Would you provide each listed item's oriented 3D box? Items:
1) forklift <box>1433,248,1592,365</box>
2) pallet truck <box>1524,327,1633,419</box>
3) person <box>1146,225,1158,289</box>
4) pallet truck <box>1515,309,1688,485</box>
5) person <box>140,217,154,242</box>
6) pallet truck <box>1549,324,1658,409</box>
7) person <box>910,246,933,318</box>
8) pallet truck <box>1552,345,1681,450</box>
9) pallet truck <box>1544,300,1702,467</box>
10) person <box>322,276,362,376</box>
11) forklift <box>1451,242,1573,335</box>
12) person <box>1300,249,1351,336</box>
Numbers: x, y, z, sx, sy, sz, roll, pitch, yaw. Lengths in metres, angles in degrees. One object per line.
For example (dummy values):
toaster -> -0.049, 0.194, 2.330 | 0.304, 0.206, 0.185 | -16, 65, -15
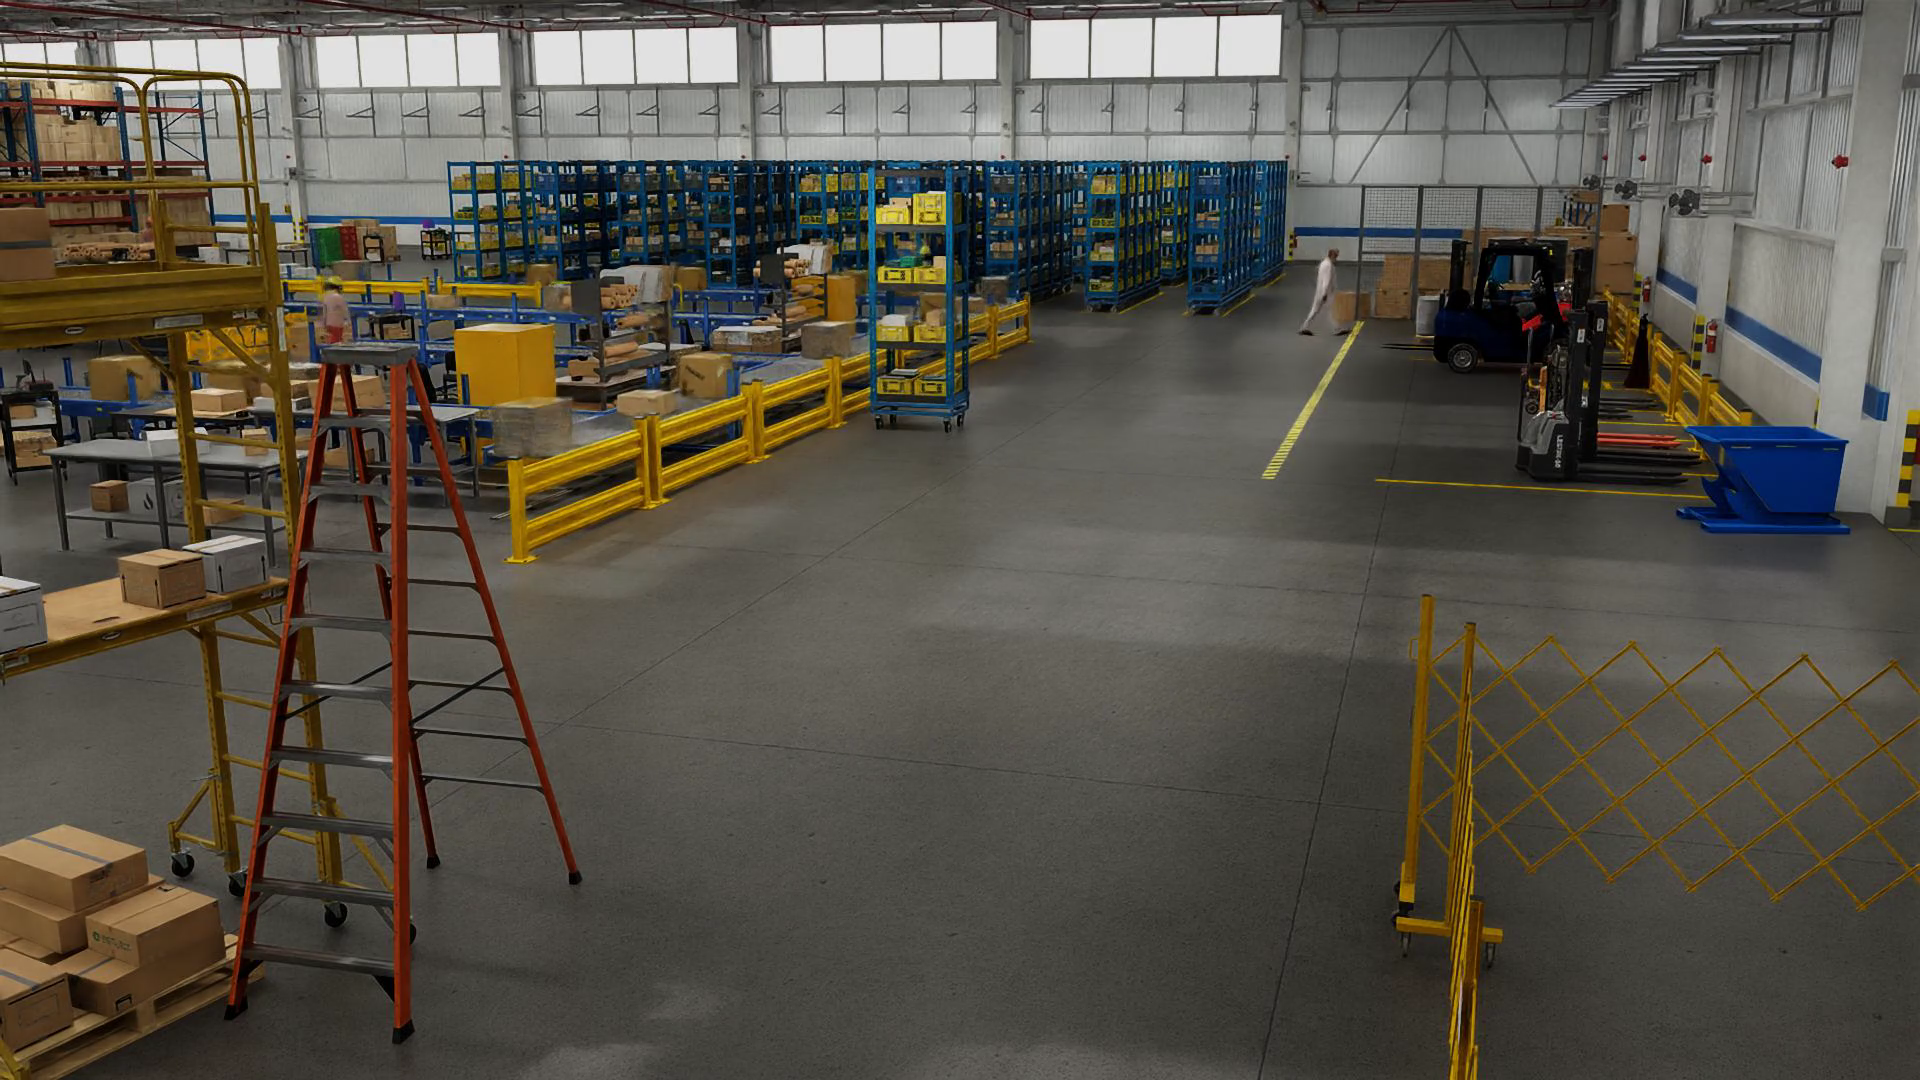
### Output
forklift -> 9.780, -4.111, 29.280 | 2.680, 1.987, 1.157 | 3, 13, 14
pallet truck -> 9.065, -2.460, 24.370 | 1.522, 1.261, 0.704 | 3, 13, 14
person -> 5.347, -7.921, 46.754 | 0.374, 1.840, 0.569 | -7, 15, -27
pallet truck -> 7.554, -1.677, 19.446 | 1.885, 1.965, 0.823 | 3, 13, 14
person -> -23.933, -8.575, 49.305 | 0.632, 1.967, 0.503 | -7, 15, -28
pallet truck -> 9.824, -2.669, 25.407 | 1.601, 1.201, 0.680 | 4, 14, 16
person -> -0.751, -5.699, 37.289 | 0.946, 1.777, 0.620 | 3, 13, 14
pallet truck -> 8.641, -1.896, 21.908 | 1.630, 1.274, 0.653 | 4, 14, 16
pallet truck -> 8.263, -1.952, 20.631 | 1.885, 1.965, 0.823 | 5, 14, 20
person -> -10.707, -3.683, 28.708 | 0.539, 1.727, 0.881 | 10, 16, 36
forklift -> 10.464, -4.597, 31.405 | 2.680, 1.987, 1.157 | 4, 14, 16
person -> 7.714, -5.210, 35.094 | 1.032, 1.833, 0.713 | 0, 13, -1
